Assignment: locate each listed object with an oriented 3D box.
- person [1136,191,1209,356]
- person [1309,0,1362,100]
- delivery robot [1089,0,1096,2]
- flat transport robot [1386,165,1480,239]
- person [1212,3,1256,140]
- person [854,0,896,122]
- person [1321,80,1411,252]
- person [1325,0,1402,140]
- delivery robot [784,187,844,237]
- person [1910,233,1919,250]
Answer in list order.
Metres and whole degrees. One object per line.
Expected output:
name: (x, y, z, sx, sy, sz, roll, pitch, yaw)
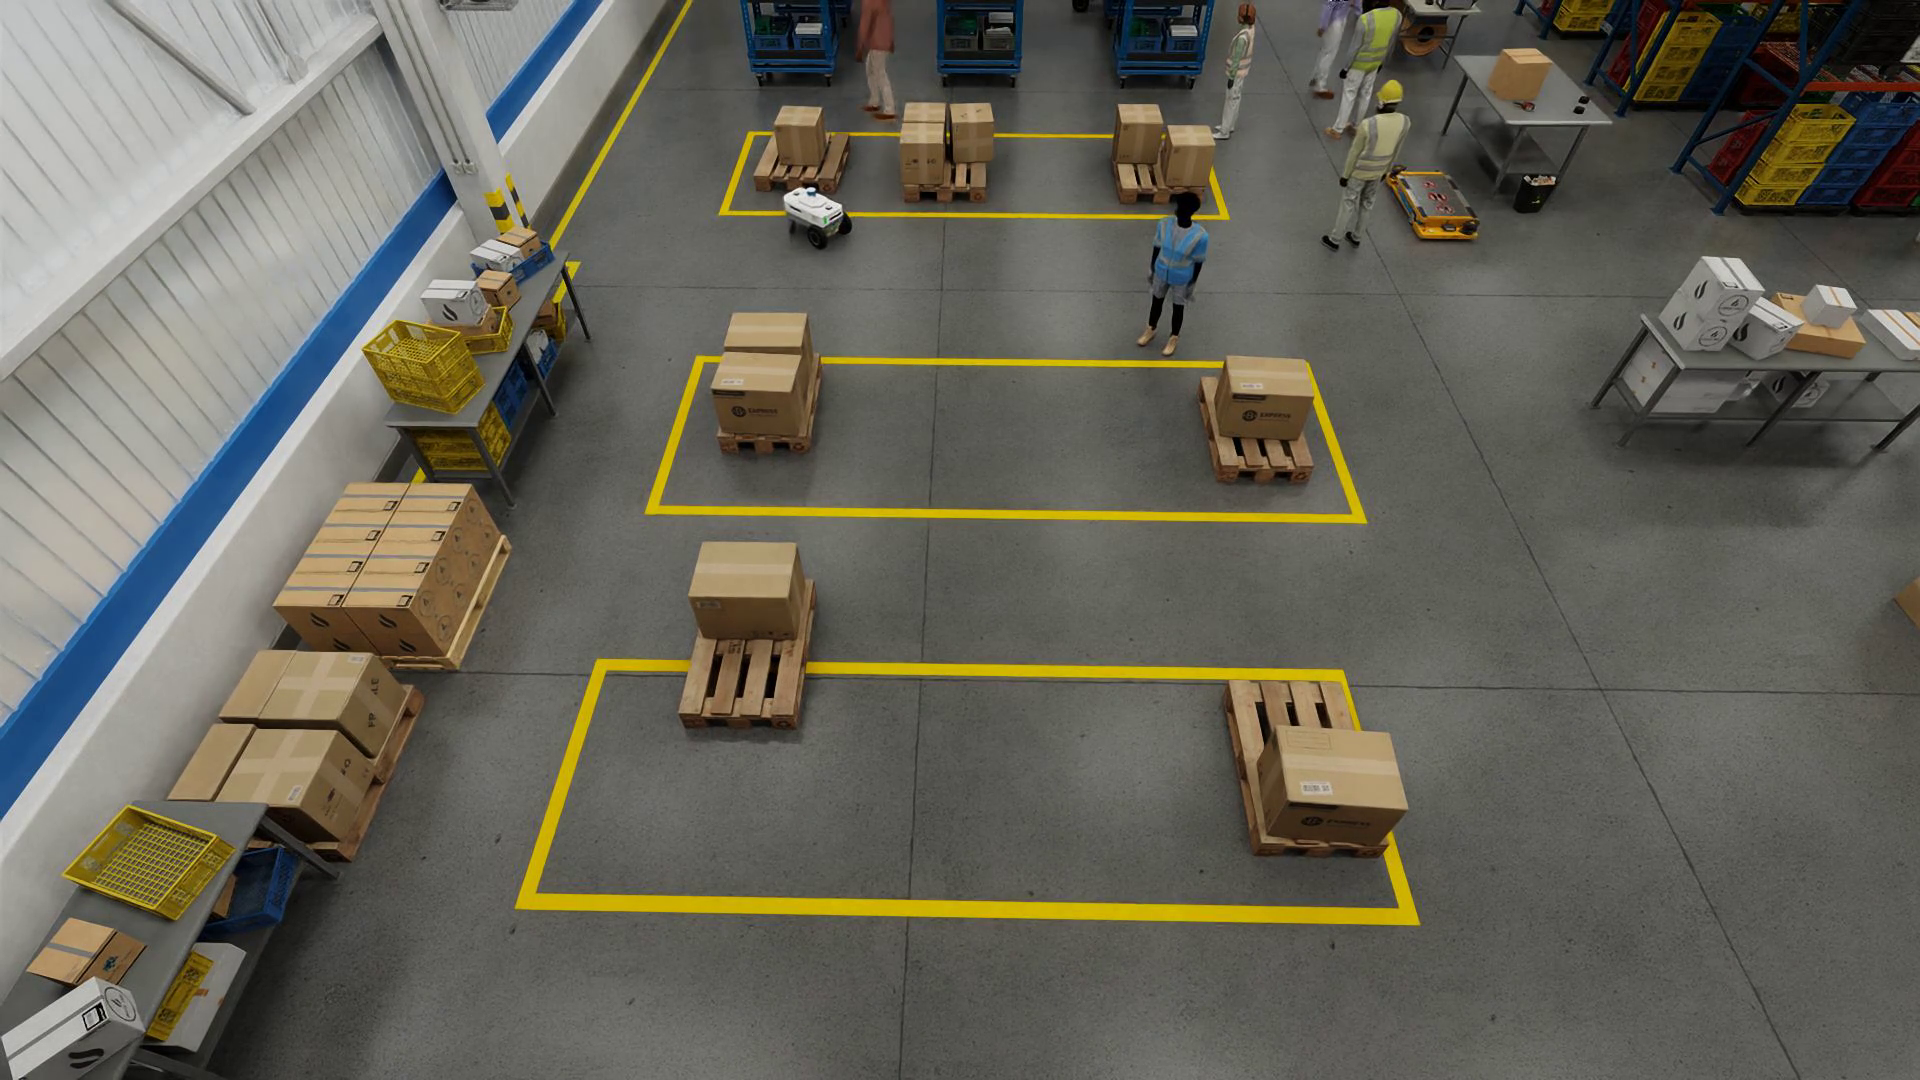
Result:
person: (2.041, -2.540, 8.778, 0.540, 1.693, 0.317, 29, 55, 23)
person: (5.234, -7.151, 12.626, 0.530, 1.916, 0.630, 29, 55, 23)
delivery robot: (2.264, -9.189, 15.222, 0.707, 0.478, 0.477, 5, 49, 4)
flat transport robot: (5.692, -4.094, 11.059, 0.652, 0.197, 1.431, 1, 49, 1)
person: (3.572, -6.038, 11.848, 0.313, 1.634, 0.514, 19, 52, 15)
person: (-1.170, -6.548, 12.077, 0.695, 1.956, 0.607, 11, 50, 10)
person: (4.448, -4.054, 10.005, 0.582, 1.824, 0.403, -11, 50, -10)
person: (5.180, -6.124, 11.787, 0.625, 1.840, 0.430, -14, 51, -12)
delivery robot: (-1.688, -3.823, 10.578, 0.707, 0.478, 0.477, 32, 56, 24)
person: (11.057, -3.742, 9.728, 0.585, 1.834, 0.884, 28, 55, 22)
